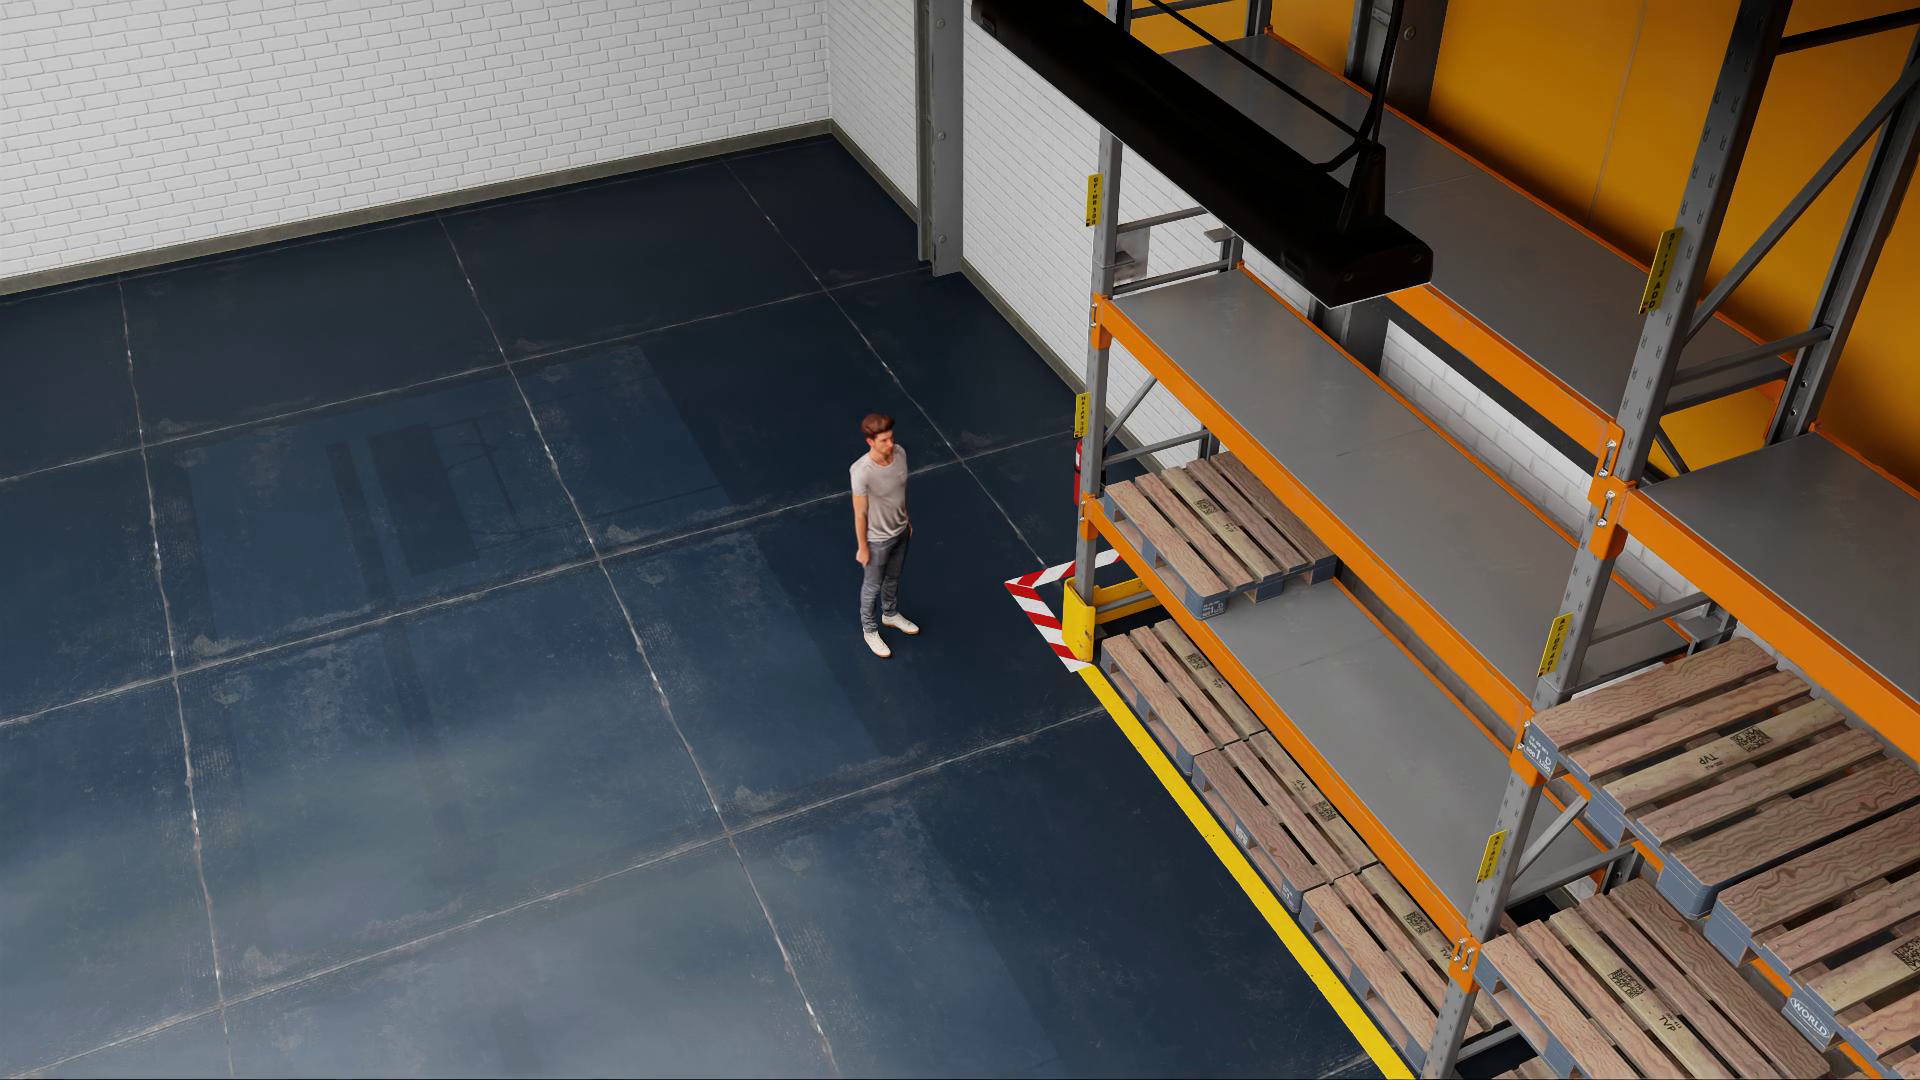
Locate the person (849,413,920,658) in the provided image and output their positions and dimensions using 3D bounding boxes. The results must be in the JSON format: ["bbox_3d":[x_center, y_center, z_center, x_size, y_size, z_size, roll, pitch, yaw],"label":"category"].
[{"bbox_3d":[-0.520,-0.071,11.233,0.722,1.897,0.747,26,45,29],"label":"person"}]
